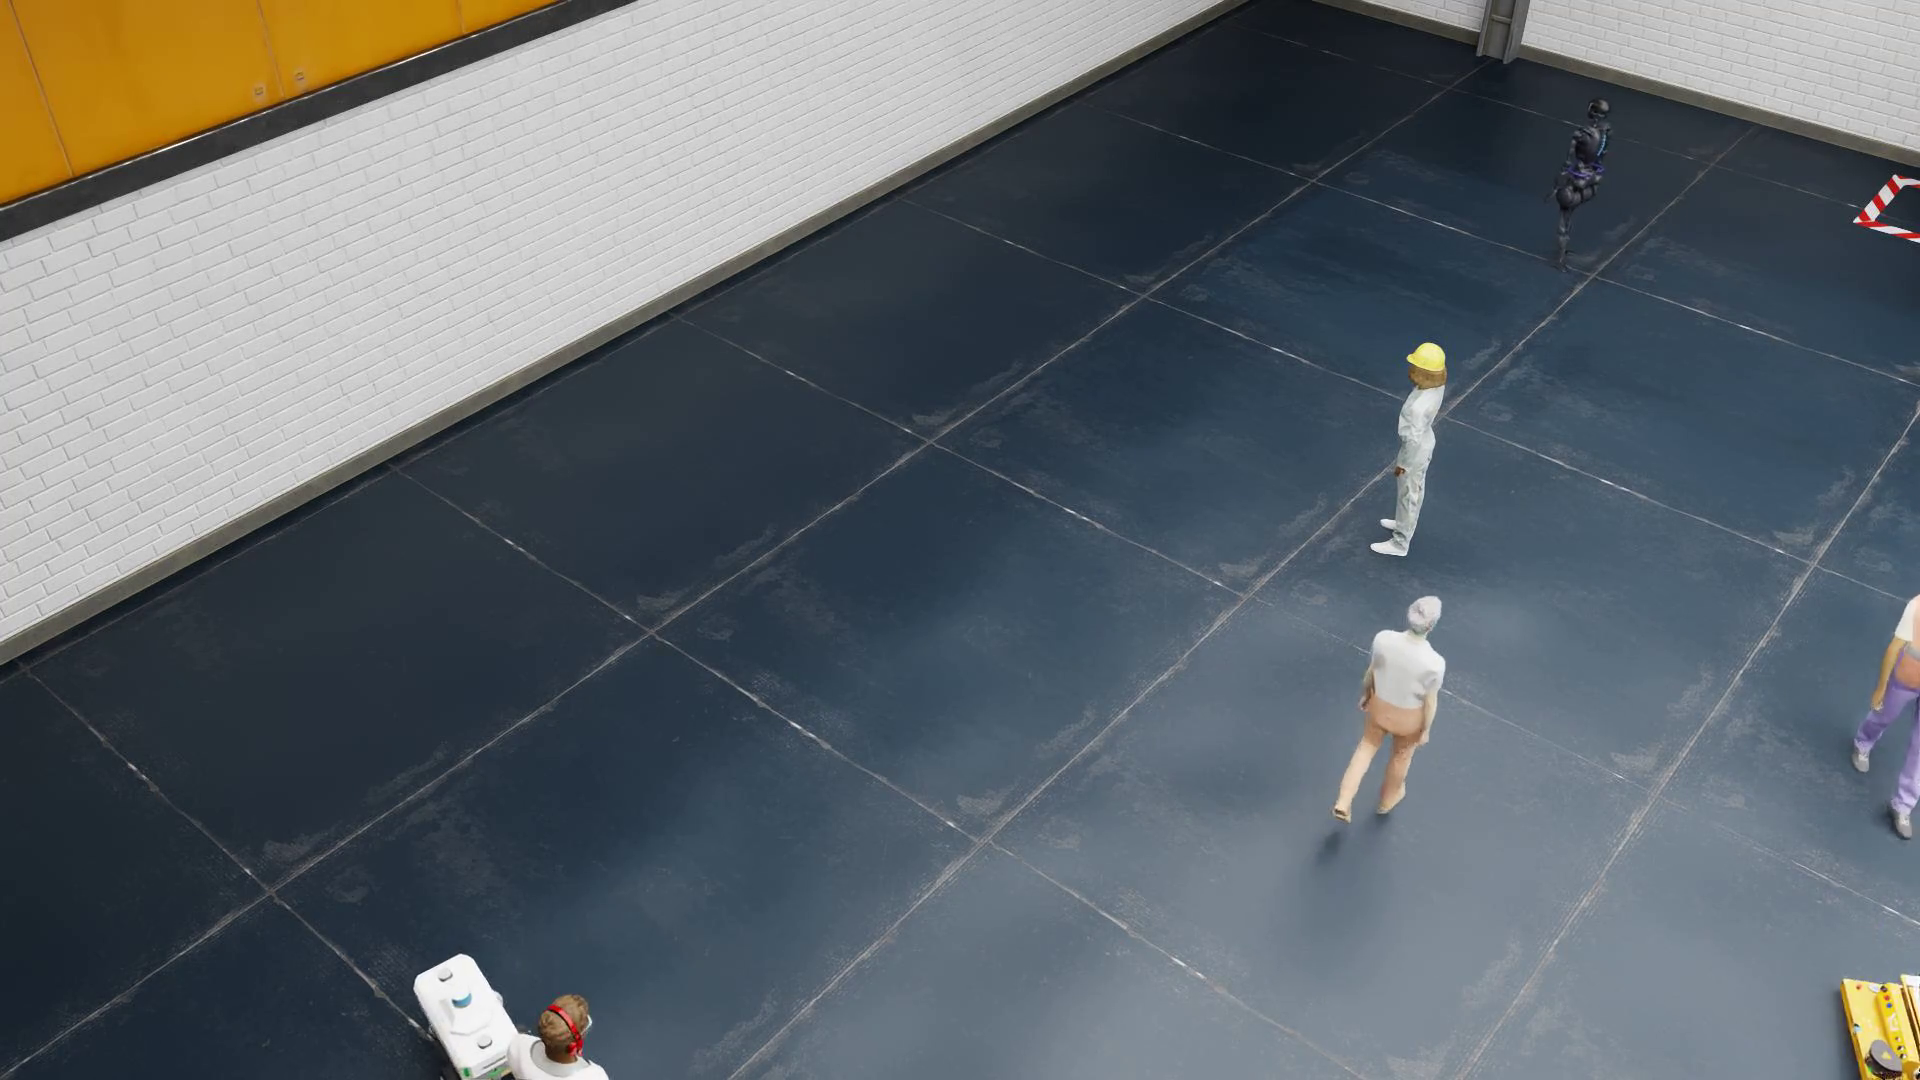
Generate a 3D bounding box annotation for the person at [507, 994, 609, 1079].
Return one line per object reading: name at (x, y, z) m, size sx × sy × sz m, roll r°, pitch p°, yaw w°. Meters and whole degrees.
person at (-1.753, 2.748, 7.633) m, size 0.571 × 1.830 × 0.394 m, roll 18°, pitch 42°, yaw 21°

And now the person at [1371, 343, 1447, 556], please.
person at (3.235, -0.655, 11.923) m, size 0.298 × 1.744 × 0.483 m, roll 18°, pitch 42°, yaw 21°

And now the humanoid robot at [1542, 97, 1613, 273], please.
humanoid robot at (5.637, -3.257, 15.207) m, size 0.585 × 1.652 × 0.360 m, roll -21°, pitch 44°, yaw -24°

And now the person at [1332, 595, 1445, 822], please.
person at (2.553, 1.038, 9.833) m, size 0.468 × 1.732 × 0.606 m, roll 27°, pitch 46°, yaw 30°

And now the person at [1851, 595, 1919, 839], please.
person at (5.788, 0.869, 9.977) m, size 0.589 × 1.808 × 0.823 m, roll 9°, pitch 40°, yaw 11°

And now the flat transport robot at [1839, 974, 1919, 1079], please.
flat transport robot at (5.553, 2.727, 8.901) m, size 1.431 × 0.231 × 0.659 m, roll 7°, pitch 39°, yaw 9°

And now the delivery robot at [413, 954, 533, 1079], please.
delivery robot at (-2.590, 2.584, 8.837) m, size 0.515 × 0.577 × 0.746 m, roll -25°, pitch 45°, yaw -27°
